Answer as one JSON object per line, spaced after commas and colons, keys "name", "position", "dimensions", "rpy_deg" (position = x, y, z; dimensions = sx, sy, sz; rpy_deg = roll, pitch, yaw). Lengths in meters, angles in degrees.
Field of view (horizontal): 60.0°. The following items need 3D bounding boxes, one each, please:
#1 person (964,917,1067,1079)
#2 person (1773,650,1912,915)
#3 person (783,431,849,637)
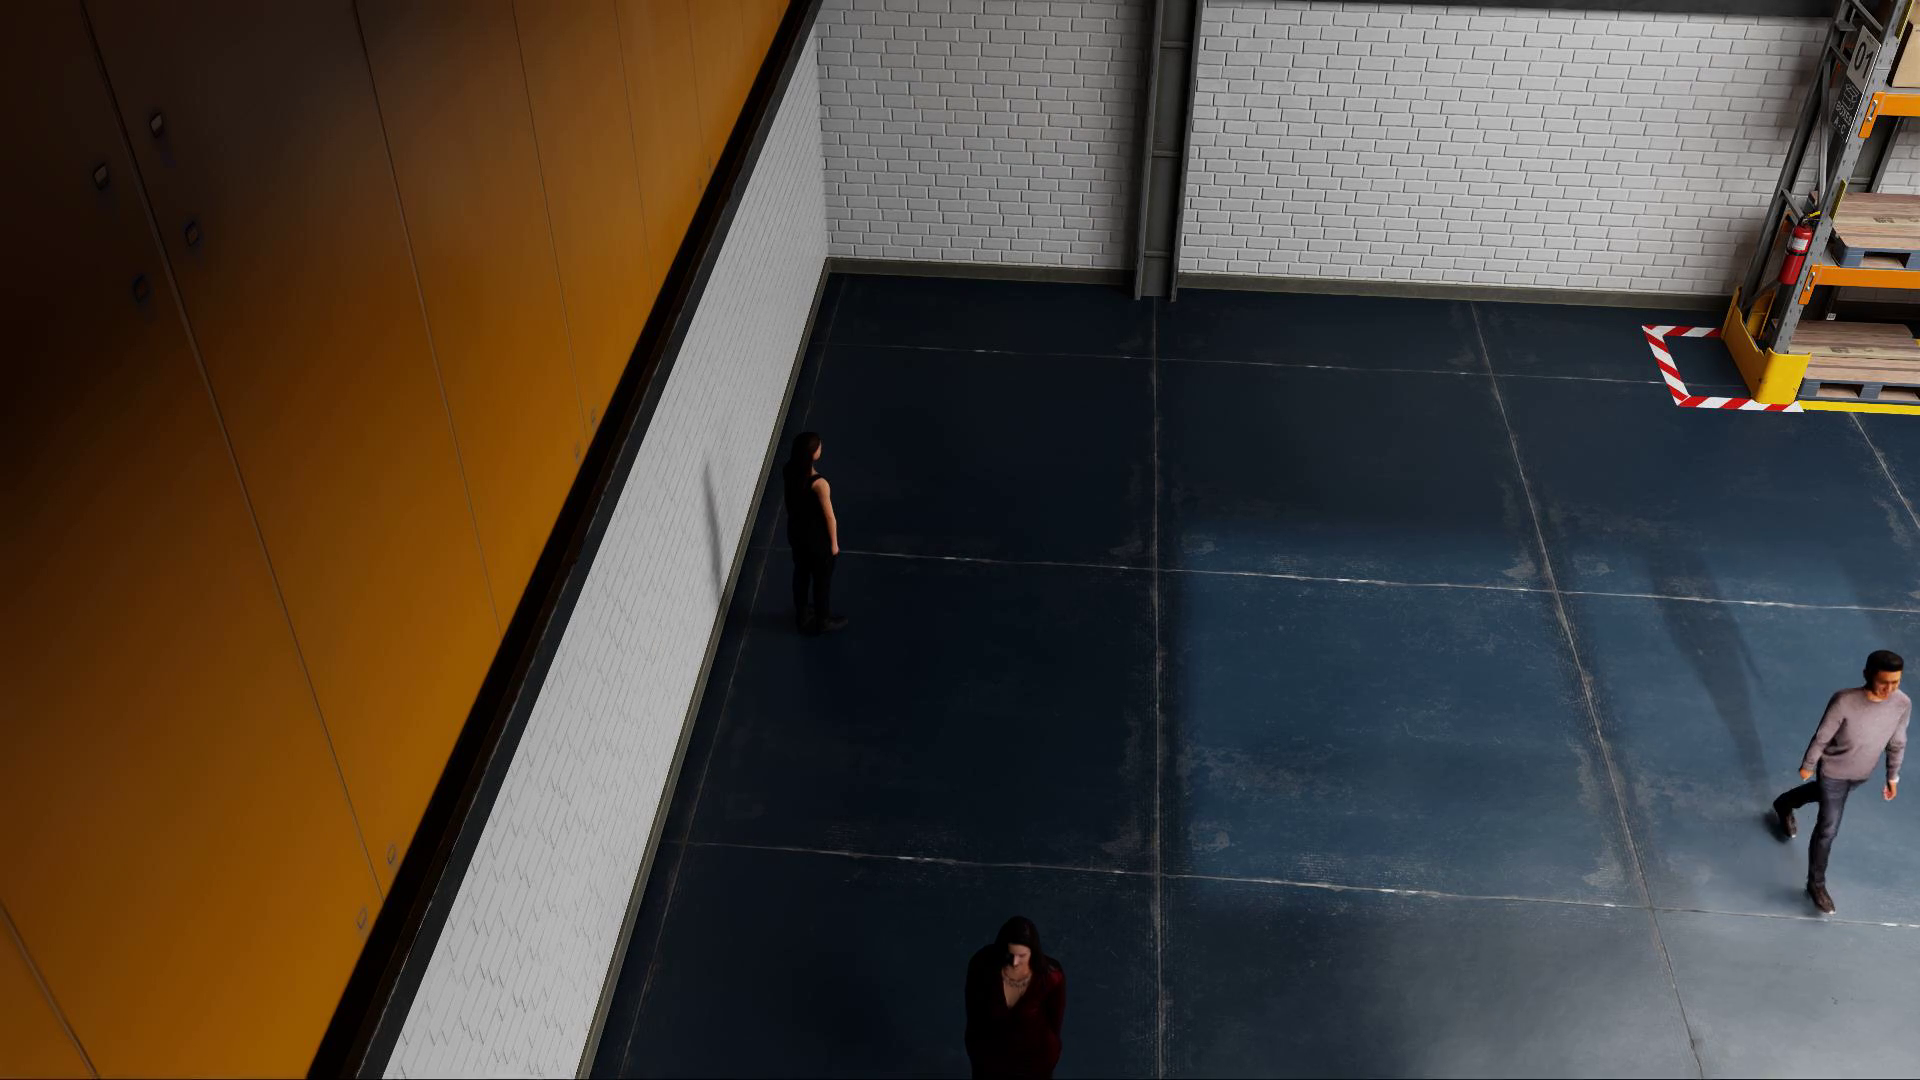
{"name": "person", "position": [0.272, 2.503, 8.449], "dimensions": [0.551, 1.757, 0.732], "rpy_deg": [6, 39, 8]}
{"name": "person", "position": [5.279, 1.301, 9.978], "dimensions": [1.120, 1.728, 0.863], "rpy_deg": [-21, 43, -24]}
{"name": "person", "position": [-1.052, -0.048, 11.701], "dimensions": [0.650, 1.687, 0.739], "rpy_deg": [28, 46, 30]}
